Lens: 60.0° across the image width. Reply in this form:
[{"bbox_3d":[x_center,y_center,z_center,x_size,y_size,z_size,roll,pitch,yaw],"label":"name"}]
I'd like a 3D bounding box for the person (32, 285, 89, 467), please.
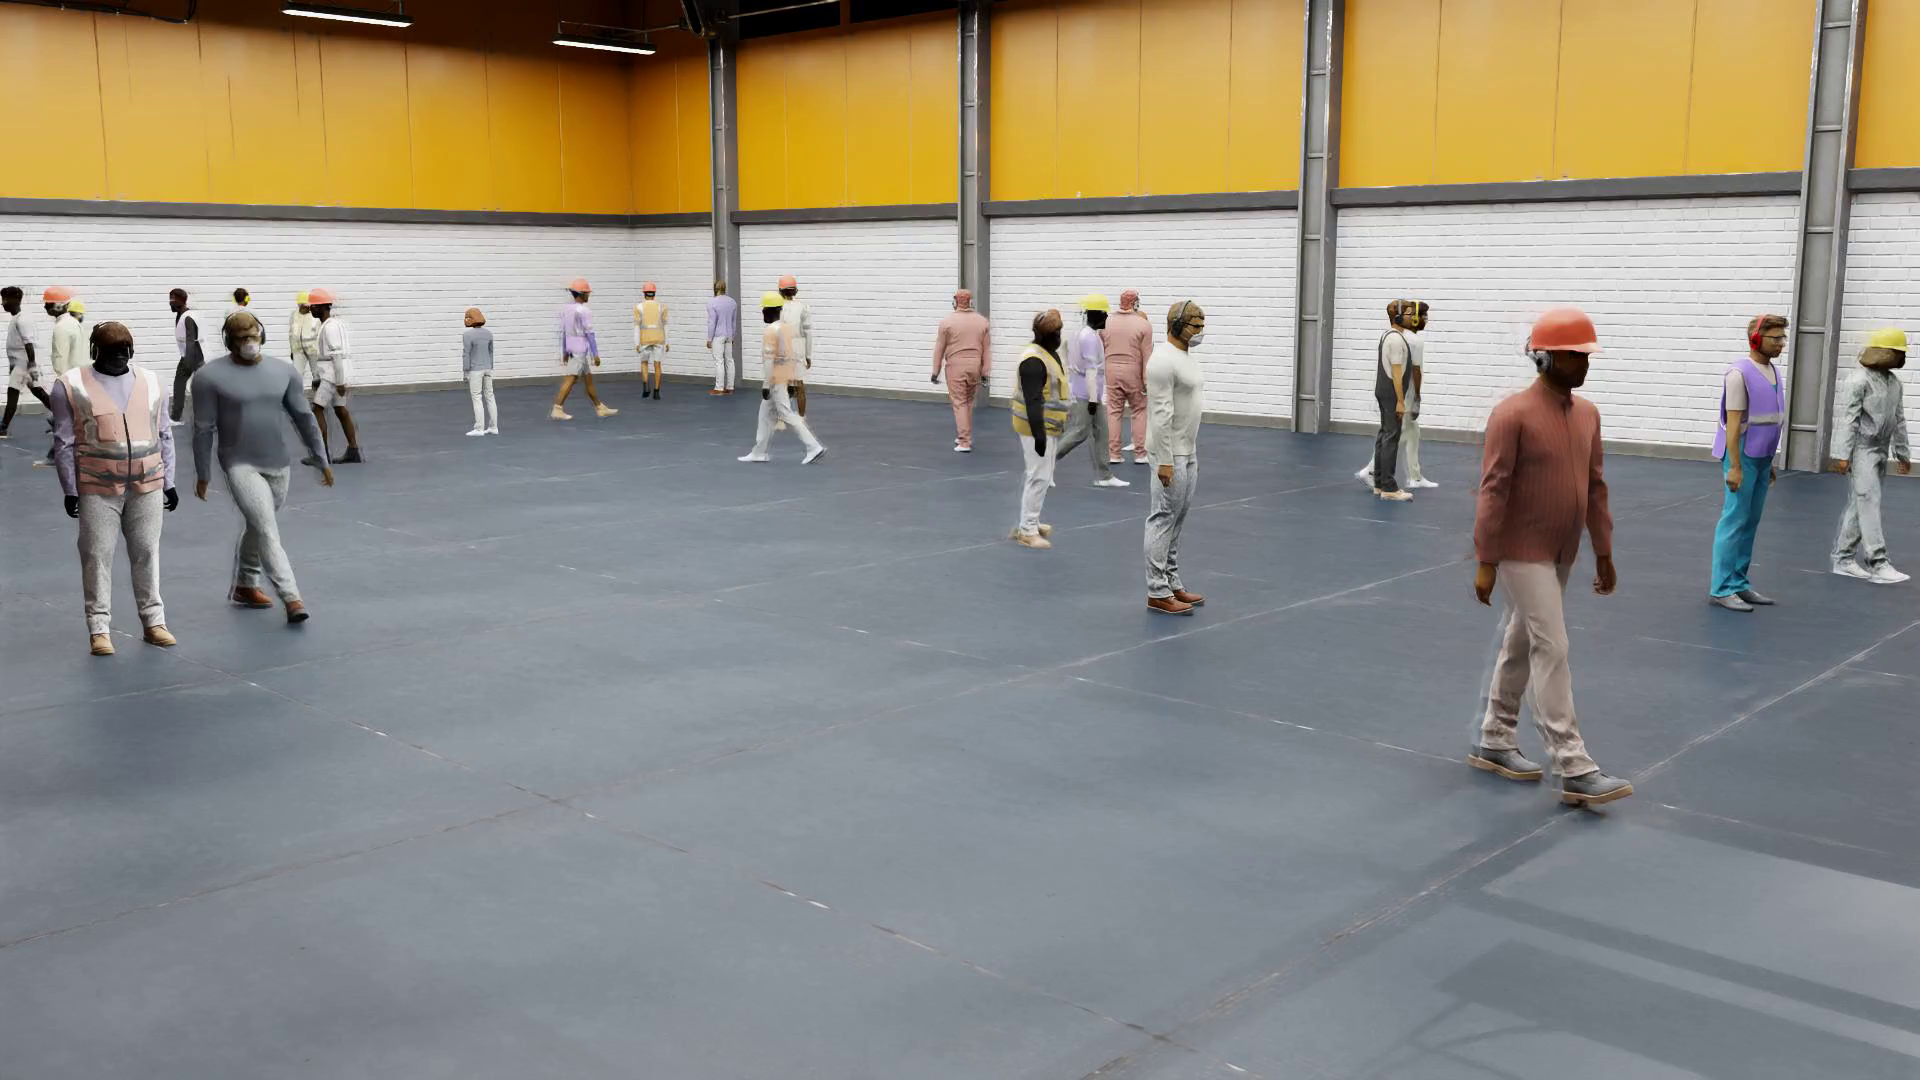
[{"bbox_3d":[-9.406,-1.738,17.764,0.989,1.957,0.628,-3,10,-18],"label":"person"}]

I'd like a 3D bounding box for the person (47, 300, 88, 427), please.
[{"bbox_3d":[-10.954,-2.079,20.447,0.516,1.742,0.537,-2,10,-13],"label":"person"}]

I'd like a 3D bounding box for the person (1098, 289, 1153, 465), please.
[{"bbox_3d":[1.810,-1.759,18.026,0.662,1.899,0.455,5,10,28],"label":"person"}]

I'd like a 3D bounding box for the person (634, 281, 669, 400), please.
[{"bbox_3d":[-5.007,-3.235,27.032,0.566,1.922,0.433,-2,9,-12],"label":"person"}]

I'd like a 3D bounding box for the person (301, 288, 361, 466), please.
[{"bbox_3d":[-6.889,-1.753,17.976,0.760,1.908,0.557,-3,10,-18],"label":"person"}]

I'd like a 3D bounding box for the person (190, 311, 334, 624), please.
[{"bbox_3d":[-4.228,-0.446,10.080,1.045,1.873,0.746,9,13,43],"label":"person"}]

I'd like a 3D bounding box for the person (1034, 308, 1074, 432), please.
[{"bbox_3d":[1.191,-2.125,21.103,0.524,1.619,0.411,0,9,3],"label":"person"}]

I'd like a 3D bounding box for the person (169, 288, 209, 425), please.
[{"bbox_3d":[-10.412,-2.490,22.633,1.001,1.870,0.604,-8,12,-40],"label":"person"}]

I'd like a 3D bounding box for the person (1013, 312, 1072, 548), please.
[{"bbox_3d":[0.617,-0.837,12.692,0.473,1.802,0.727,2,10,13],"label":"person"}]

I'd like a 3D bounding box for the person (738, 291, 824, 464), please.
[{"bbox_3d":[-1.939,-1.762,18.082,0.964,1.889,0.593,1,9,9],"label":"person"}]

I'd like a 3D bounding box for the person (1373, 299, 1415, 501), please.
[{"bbox_3d":[3.997,-1.287,15.301,0.346,1.847,0.506,0,9,3],"label":"person"}]

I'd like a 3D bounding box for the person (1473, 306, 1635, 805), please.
[{"bbox_3d":[2.448,0.066,6.632,0.647,1.960,0.905,-7,11,-36],"label":"person"}]

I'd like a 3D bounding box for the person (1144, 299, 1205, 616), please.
[{"bbox_3d":[1.337,-0.514,10.295,0.371,1.934,0.627,4,10,23],"label":"person"}]

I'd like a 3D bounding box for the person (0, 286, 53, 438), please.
[{"bbox_3d":[-11.817,-2.246,20.987,1.027,1.915,0.634,-6,11,-33],"label":"person"}]

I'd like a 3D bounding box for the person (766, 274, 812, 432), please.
[{"bbox_3d":[-2.233,-2.431,21.697,0.611,2.048,0.364,-3,10,-17],"label":"person"}]

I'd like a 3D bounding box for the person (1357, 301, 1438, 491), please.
[{"bbox_3d":[4.206,-1.367,15.880,0.903,1.830,0.533,-3,10,-16],"label":"person"}]

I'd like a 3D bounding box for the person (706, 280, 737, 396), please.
[{"bbox_3d":[-4.006,-3.387,27.893,0.371,1.940,0.630,7,11,36],"label":"person"}]

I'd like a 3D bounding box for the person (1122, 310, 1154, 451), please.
[{"bbox_3d":[2.084,-1.852,19.398,0.310,1.638,0.522,7,12,36],"label":"person"}]

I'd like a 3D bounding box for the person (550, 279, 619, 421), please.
[{"bbox_3d":[-5.320,-2.661,23.320,1.075,1.989,0.624,-7,12,-38],"label":"person"}]

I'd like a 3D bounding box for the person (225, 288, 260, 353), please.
[{"bbox_3d":[-10.597,-2.815,24.710,0.539,1.831,0.864,0,9,-1],"label":"person"}]

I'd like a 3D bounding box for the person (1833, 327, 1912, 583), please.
[{"bbox_3d":[6.258,-0.564,11.214,0.510,1.717,0.694,-5,11,-29],"label":"person"}]

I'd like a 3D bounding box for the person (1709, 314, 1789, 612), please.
[{"bbox_3d":[4.921,-0.486,10.401,0.570,1.840,0.368,-8,13,-42],"label":"person"}]

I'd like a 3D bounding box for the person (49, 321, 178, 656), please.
[{"bbox_3d":[-4.664,-0.294,9.242,0.622,1.839,0.429,-9,13,-43],"label":"person"}]

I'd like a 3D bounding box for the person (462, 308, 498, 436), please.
[{"bbox_3d":[-6.140,-2.141,21.218,0.289,1.626,0.498,5,10,27],"label":"person"}]

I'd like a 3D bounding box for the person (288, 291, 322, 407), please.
[{"bbox_3d":[-9.958,-2.884,25.297,0.603,1.771,0.948,0,9,1],"label":"person"}]

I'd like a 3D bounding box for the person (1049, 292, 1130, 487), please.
[{"bbox_3d":[1.179,-1.442,16.106,0.870,1.903,0.601,1,9,4],"label":"person"}]

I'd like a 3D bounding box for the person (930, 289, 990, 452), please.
[{"bbox_3d":[-0.038,-1.976,19.448,0.648,1.878,0.846,-5,11,-28],"label":"person"}]
